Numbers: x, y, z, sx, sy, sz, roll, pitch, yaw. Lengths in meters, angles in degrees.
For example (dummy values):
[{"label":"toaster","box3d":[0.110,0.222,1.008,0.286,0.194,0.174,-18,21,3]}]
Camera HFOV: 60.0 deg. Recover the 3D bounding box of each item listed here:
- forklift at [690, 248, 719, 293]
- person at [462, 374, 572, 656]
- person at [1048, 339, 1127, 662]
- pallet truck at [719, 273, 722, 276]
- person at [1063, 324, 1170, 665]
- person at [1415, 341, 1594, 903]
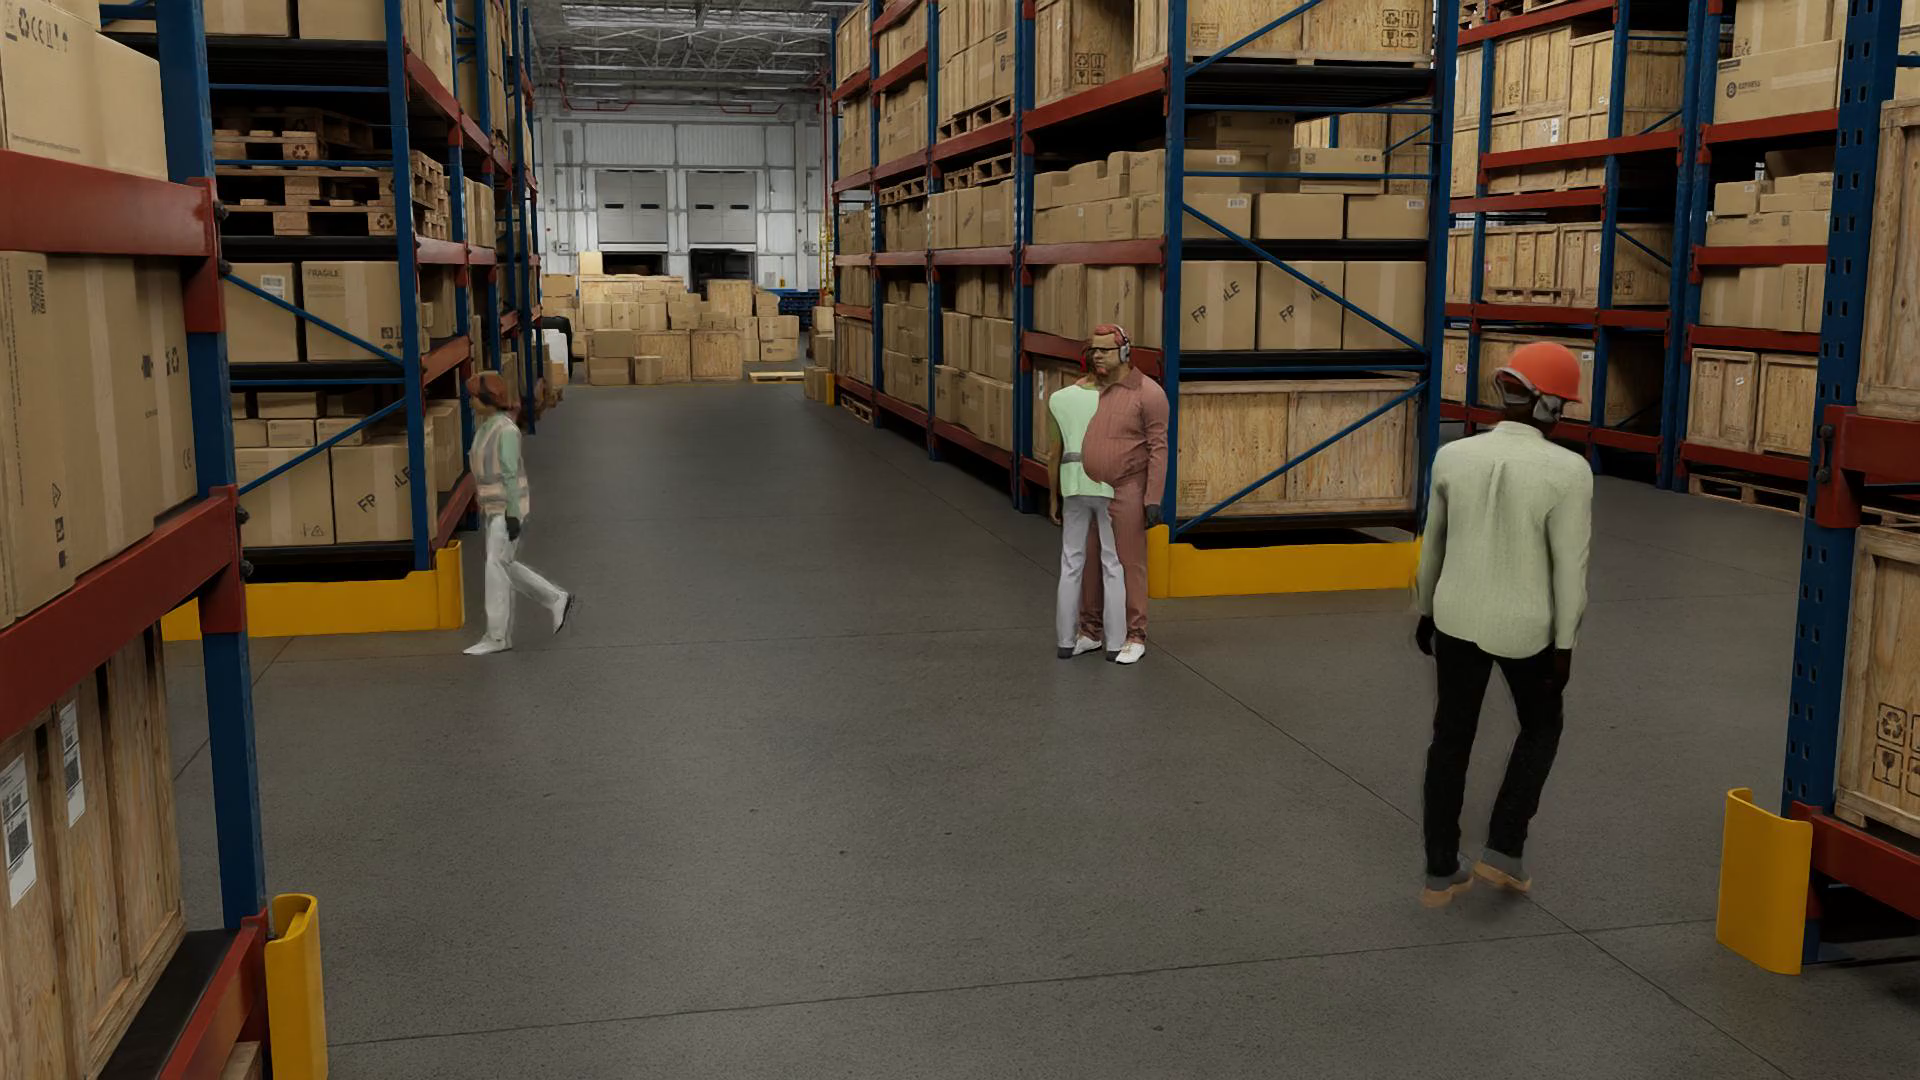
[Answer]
[{"label":"forklift","box3d":[-8.213,-8.018,53.693,1.129,2.768,1.873,-8,12,-40]},{"label":"person","box3d":[-2.606,-0.166,9.676,0.661,1.612,0.532,-7,11,-35]},{"label":"person","box3d":[0.769,-0.224,9.382,0.566,1.837,0.392,2,10,13]},{"label":"pallet truck","box3d":[-8.580,-8.986,62.280,1.885,1.965,0.823,1,9,5]},{"label":"person","box3d":[0.840,-0.257,9.350,0.648,1.907,0.401,7,12,36]},{"label":"person","box3d":[1.855,0.298,5.780,0.681,1.958,0.527,8,12,39]}]
